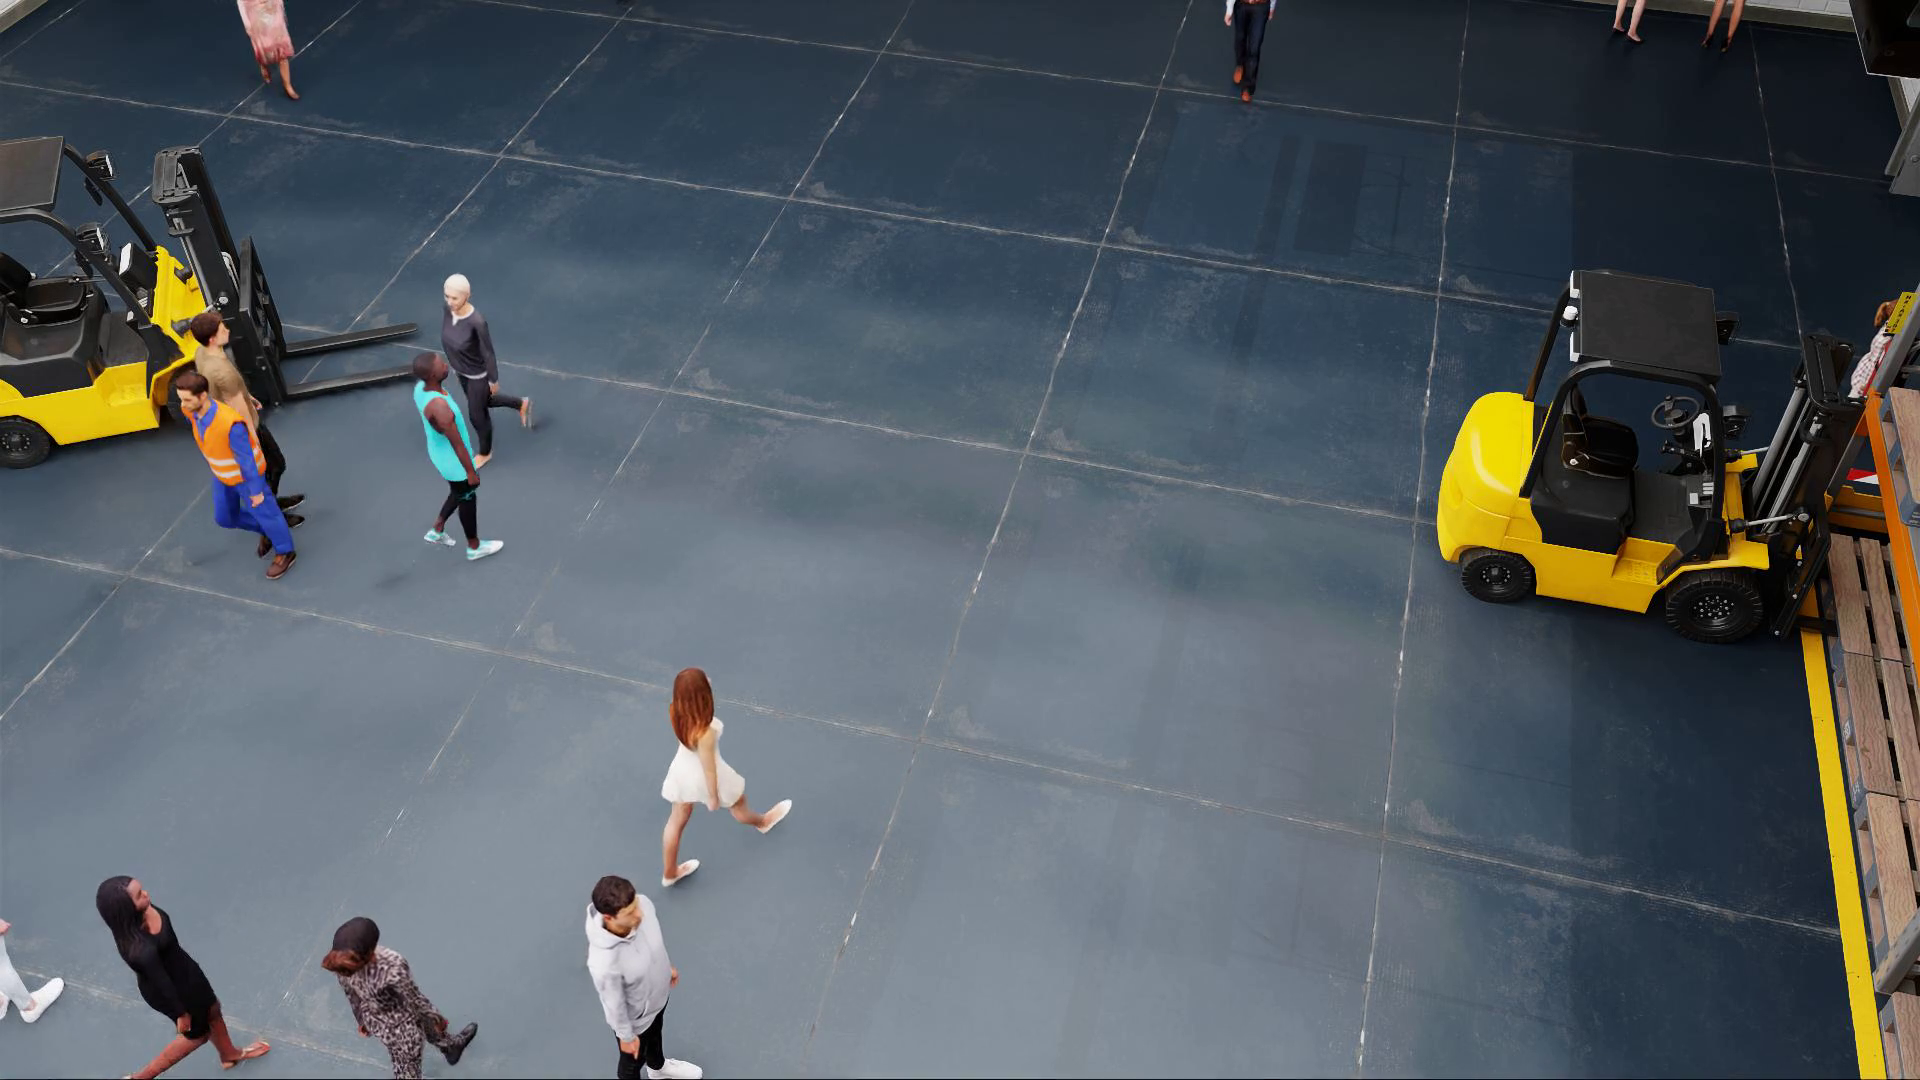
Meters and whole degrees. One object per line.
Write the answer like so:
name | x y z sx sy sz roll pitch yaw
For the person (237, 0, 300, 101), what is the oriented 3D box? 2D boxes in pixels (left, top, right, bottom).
person | -6.968 -5.222 16.550 0.831 1.681 0.864 -32 52 -29

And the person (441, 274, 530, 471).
person | -3.575 -1.327 12.446 0.870 1.703 1.044 32 52 29

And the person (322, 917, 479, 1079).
person | -2.895 2.530 8.421 0.728 1.670 1.212 18 47 18

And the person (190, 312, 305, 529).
person | -5.163 -0.822 11.812 0.846 1.847 0.811 -29 51 -27

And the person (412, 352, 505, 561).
person | -3.607 -0.520 11.529 0.893 1.799 0.832 -23 48 -22

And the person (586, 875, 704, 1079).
person | -1.652 2.326 8.448 0.730 1.929 0.521 12 45 12

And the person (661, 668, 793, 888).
person | -1.573 1.402 9.615 1.200 1.657 1.008 -31 52 -29

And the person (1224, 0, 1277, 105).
person | 2.903 -5.336 16.627 0.652 1.740 1.181 10 44 10

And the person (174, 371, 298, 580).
person | -4.914 -0.507 11.482 0.719 1.844 0.738 15 46 16

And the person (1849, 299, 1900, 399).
person | 6.960 -1.294 12.695 0.678 1.312 0.582 34 53 30

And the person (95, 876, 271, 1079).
person | -4.157 2.340 8.598 1.037 1.702 0.983 -19 47 -19
